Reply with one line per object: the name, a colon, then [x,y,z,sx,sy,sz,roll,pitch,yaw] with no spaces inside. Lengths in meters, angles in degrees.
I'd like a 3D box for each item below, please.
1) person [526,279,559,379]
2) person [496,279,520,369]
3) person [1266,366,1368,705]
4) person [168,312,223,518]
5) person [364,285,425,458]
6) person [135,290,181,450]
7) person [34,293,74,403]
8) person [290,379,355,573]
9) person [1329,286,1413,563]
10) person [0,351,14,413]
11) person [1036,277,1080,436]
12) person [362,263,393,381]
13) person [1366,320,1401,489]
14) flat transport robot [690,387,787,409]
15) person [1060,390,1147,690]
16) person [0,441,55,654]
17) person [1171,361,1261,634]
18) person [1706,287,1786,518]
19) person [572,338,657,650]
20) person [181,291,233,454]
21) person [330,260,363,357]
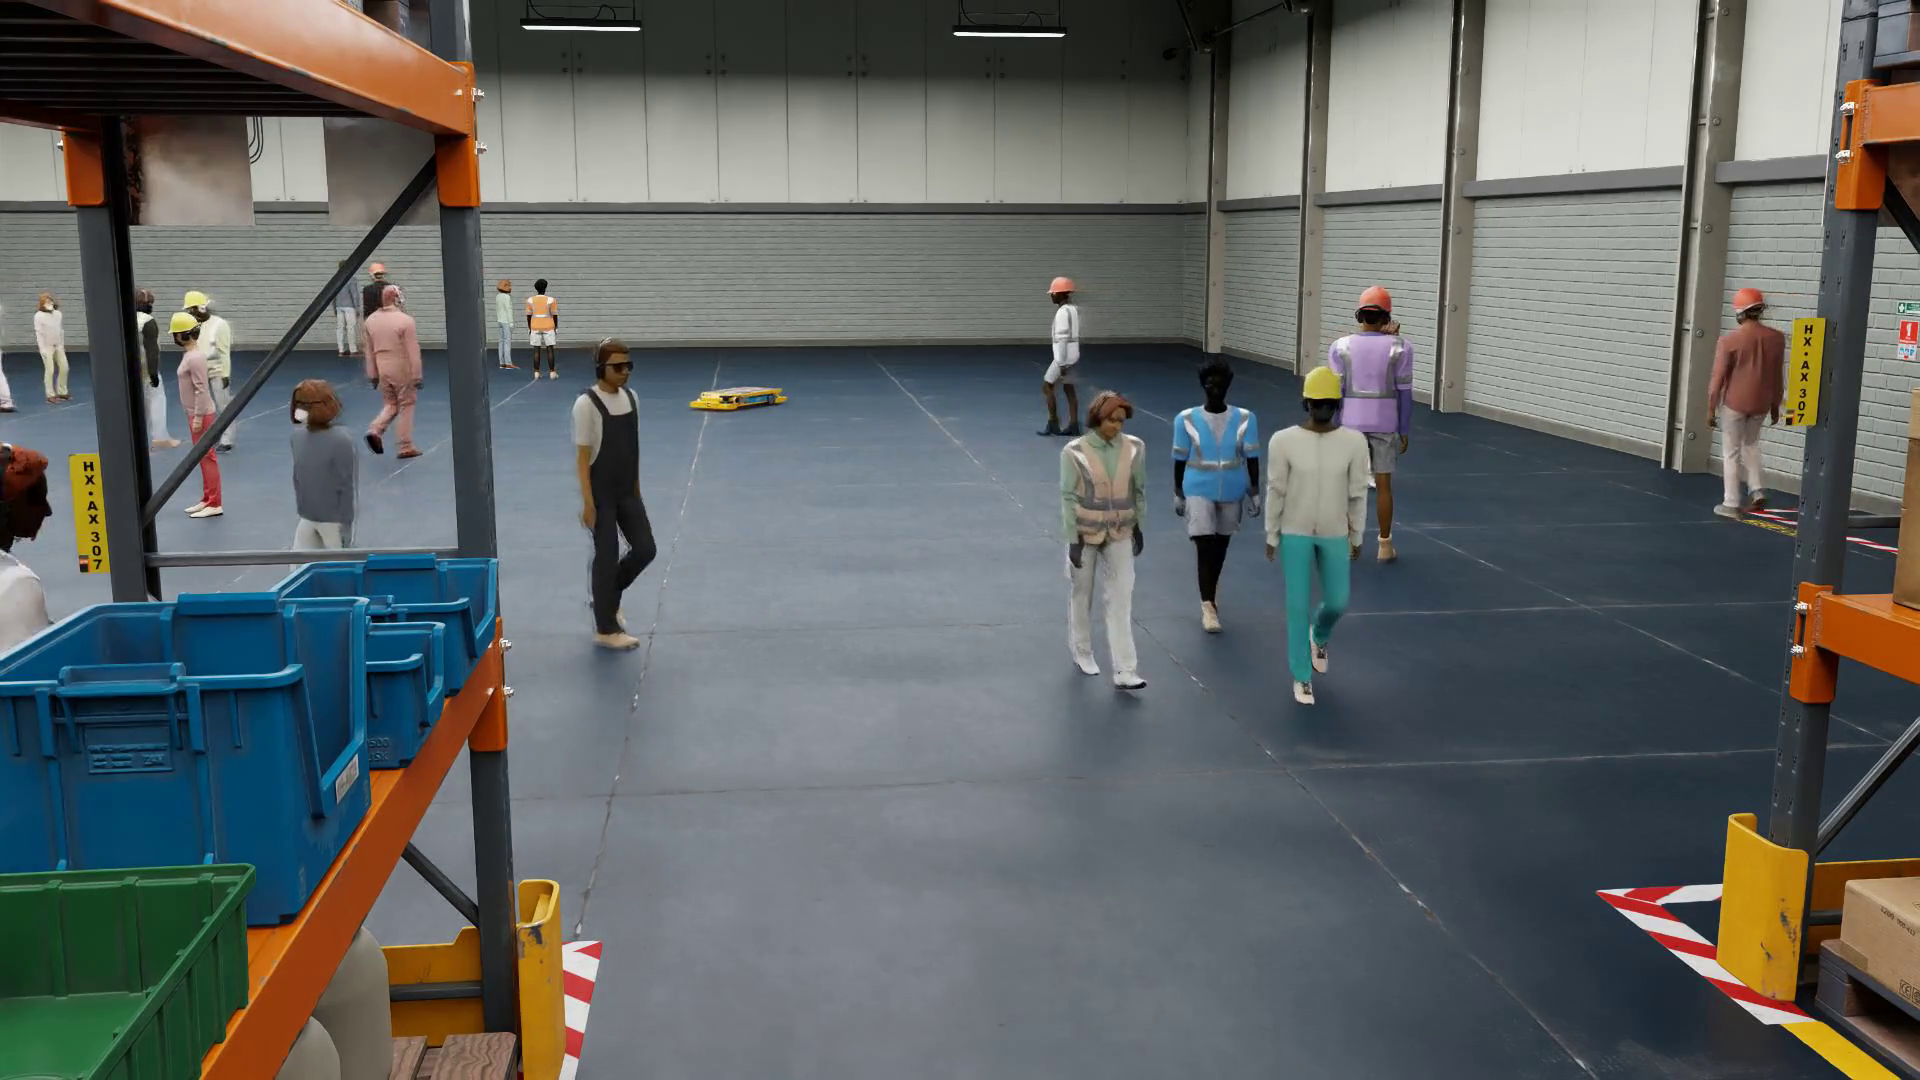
person: [-7.068,-3.570,28.184,0.541,1.695,0.315,0,10,-2]
person: [-8.315,-3.954,30.466,0.287,1.634,0.497,-9,14,-40]
person: [1.850,-0.043,8.710,0.533,1.756,0.530,0,10,1]
person: [-6.584,-1.071,14.316,0.329,1.762,0.523,-6,12,-28]
person: [-6.126,-1.812,18.016,0.650,1.890,0.515,5,12,26]
person: [-9.161,-1.892,18.674,0.752,1.798,0.822,4,11,23]
person: [-13.143,-2.767,24.043,0.430,1.593,0.539,3,11,17]
person: [-3.553,-0.094,9.324,0.504,1.623,0.376,5,12,28]
person: [3.026,-0.848,12.317,0.616,2.042,0.394,3,11,16]
person: [-13.385,-2.654,22.699,0.678,1.897,0.648,3,11,17]
person: [1.174,-2.202,20.101,0.652,1.917,0.549,4,11,22]
person: [-9.533,-3.570,27.421,0.635,1.981,0.425,-8,13,-39]
person: [4.001,-1.268,15.767,0.369,1.627,0.531,3,11,14]
flat transport robot: [-3.132,-2.028,23.644,0.652,0.197,1.431,6,12,29]
person: [0.787,-0.001,8.879,0.521,1.587,0.835,-3,11,-15]
person: [-2.735,0.613,4.877,0.626,1.835,0.938,7,13,35]
person: [1.590,-0.293,10.365,0.539,1.653,0.900,0,10,-2]
person: [6.714,-1.172,14.269,0.638,1.973,0.439,-1,10,-7]
person: [-2.028,-0.262,9.690,0.425,1.830,0.529,6,12,30]
person: [-8.299,-1.842,18.403,0.626,1.801,0.452,2,11,11]
person: [-12.352,-4.652,33.452,0.635,1.937,0.352,3,11,18]
